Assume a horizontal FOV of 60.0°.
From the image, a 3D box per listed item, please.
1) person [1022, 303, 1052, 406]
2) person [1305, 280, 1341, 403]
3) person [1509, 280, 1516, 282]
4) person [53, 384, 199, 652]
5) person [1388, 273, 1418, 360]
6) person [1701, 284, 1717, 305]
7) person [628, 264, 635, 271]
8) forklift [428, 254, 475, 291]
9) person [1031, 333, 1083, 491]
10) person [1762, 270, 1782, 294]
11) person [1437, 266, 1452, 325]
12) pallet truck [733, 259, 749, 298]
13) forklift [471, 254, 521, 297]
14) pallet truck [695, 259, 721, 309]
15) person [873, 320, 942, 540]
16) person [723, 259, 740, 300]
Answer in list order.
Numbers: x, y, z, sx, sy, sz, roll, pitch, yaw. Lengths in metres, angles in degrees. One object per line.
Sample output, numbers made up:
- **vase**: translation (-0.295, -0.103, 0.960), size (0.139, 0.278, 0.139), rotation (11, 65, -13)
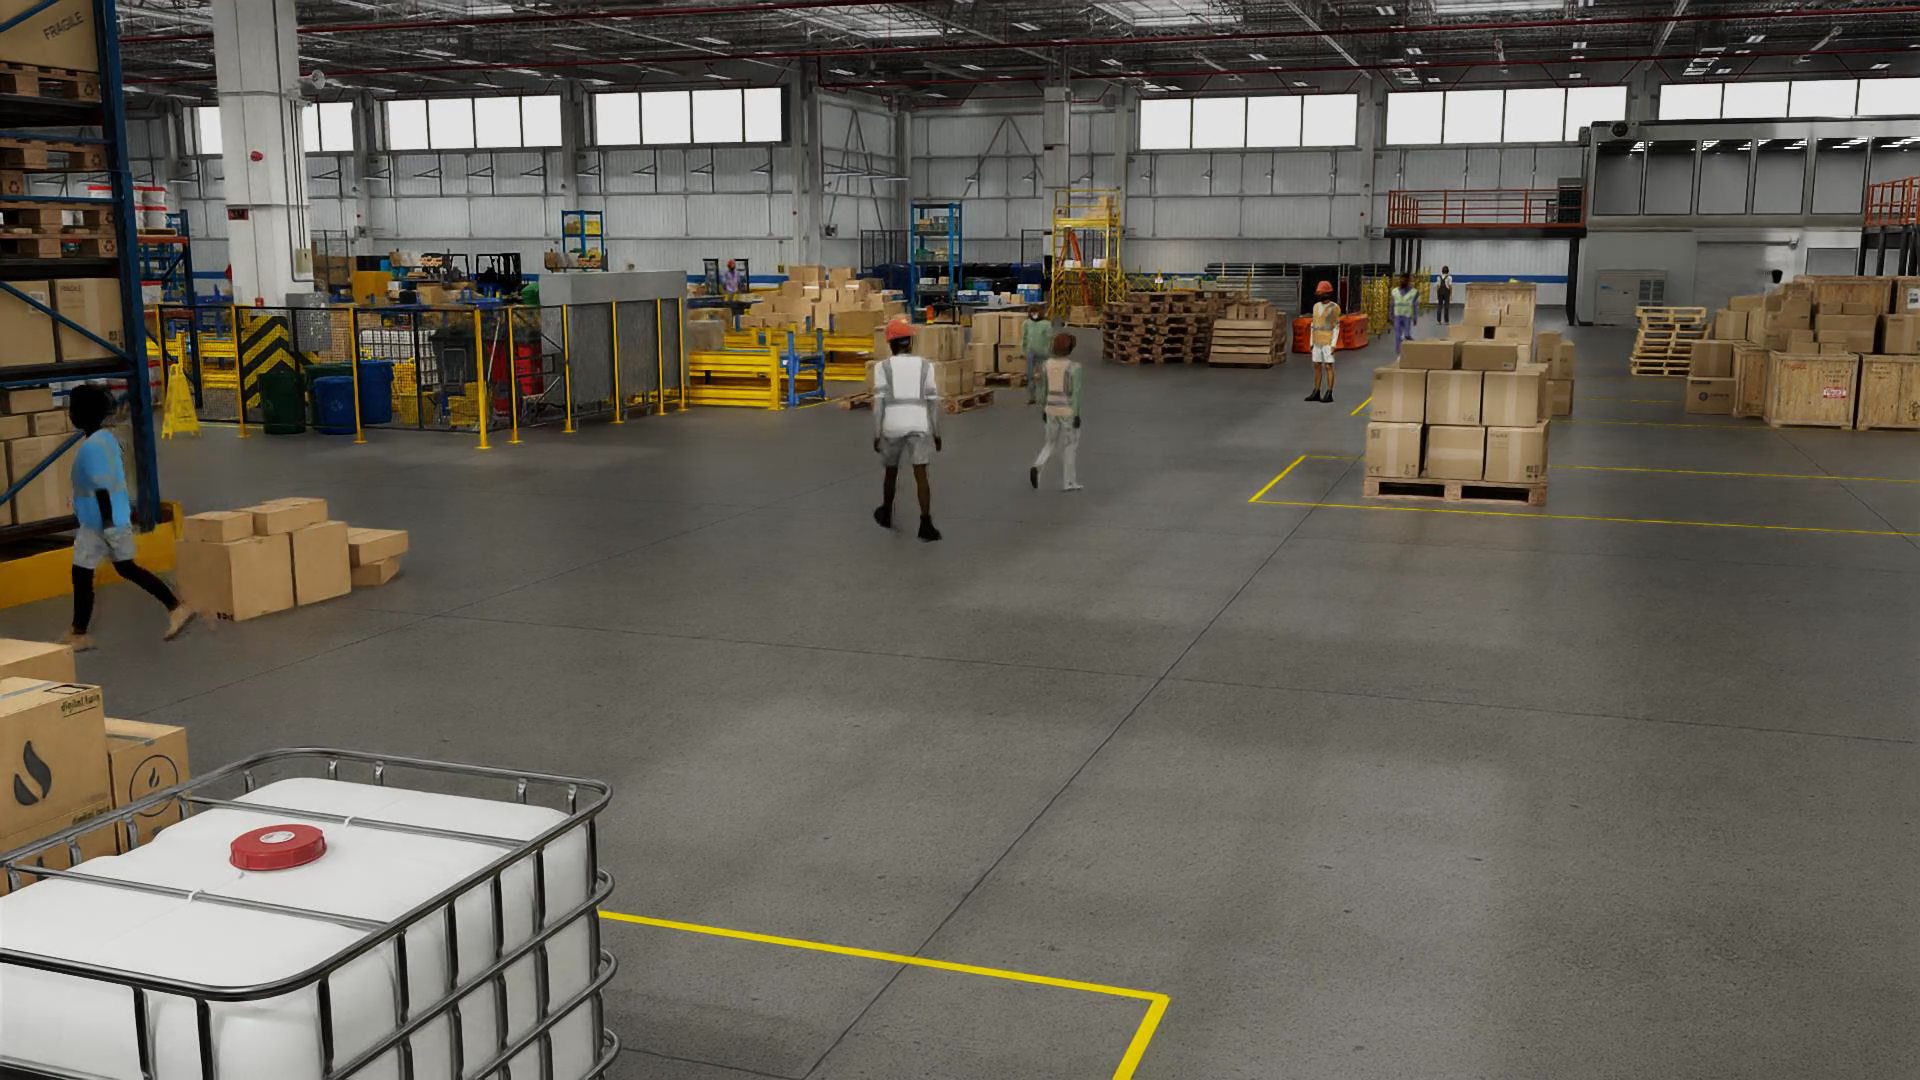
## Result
- **person**: translation (1.172, -2.882, 25.889), size (0.550, 1.584, 0.757), rotation (4, 11, 21)
- **person**: translation (5.784, -3.157, 26.498), size (0.354, 1.942, 0.545), rotation (-7, 13, -36)
- **person**: translation (12.480, -5.039, 37.709), size (0.518, 1.727, 0.907), rotation (8, 13, 37)
- **person**: translation (-5.234, -0.138, 10.279), size (0.833, 1.668, 0.534), rotation (-3, 10, -16)
- **person**: translation (9.593, -4.832, 36.034), size (0.598, 1.902, 0.444), rotation (5, 11, 26)
- **person**: translation (23.484, -7.695, 52.155), size (0.648, 1.901, 0.398), rotation (-1, 10, -4)
- **person**: translation (-10.802, -8.119, 54.609), size (0.443, 1.889, 0.649), rotation (7, 12, 36)
- **forklift**: translation (-20.133, -10.254, 65.465), size (1.157, 1.987, 2.680), rotation (3, 11, 19)
- **person**: translation (0.994, -1.280, 16.814), size (0.524, 1.619, 0.589), rotation (9, 13, 41)
- **person**: translation (19.359, -5.487, 39.693), size (0.981, 1.925, 0.626), rotation (-4, 11, -20)
- **person**: translation (15.216, -7.680, 52.239), size (0.507, 1.846, 0.345), rotation (8, 13, 38)
- **pallet truck**: translation (-7.986, -9.493, 62.019), size (0.823, 1.965, 1.885), rotation (3, 11, 17)
- **forklift**: translation (-17.990, -10.121, 64.684), size (1.157, 1.987, 2.680), rotation (3, 11, 17)
- **pallet truck**: translation (-9.165, -9.627, 62.776), size (0.823, 1.965, 1.885), rotation (4, 11, 23)
- **person**: translation (-0.446, -0.954, 14.364), size (0.608, 1.863, 1.072), rotation (-2, 10, -12)
- **person**: translation (-7.641, -8.341, 55.480), size (0.617, 2.021, 0.786), rotation (-8, 13, -38)
